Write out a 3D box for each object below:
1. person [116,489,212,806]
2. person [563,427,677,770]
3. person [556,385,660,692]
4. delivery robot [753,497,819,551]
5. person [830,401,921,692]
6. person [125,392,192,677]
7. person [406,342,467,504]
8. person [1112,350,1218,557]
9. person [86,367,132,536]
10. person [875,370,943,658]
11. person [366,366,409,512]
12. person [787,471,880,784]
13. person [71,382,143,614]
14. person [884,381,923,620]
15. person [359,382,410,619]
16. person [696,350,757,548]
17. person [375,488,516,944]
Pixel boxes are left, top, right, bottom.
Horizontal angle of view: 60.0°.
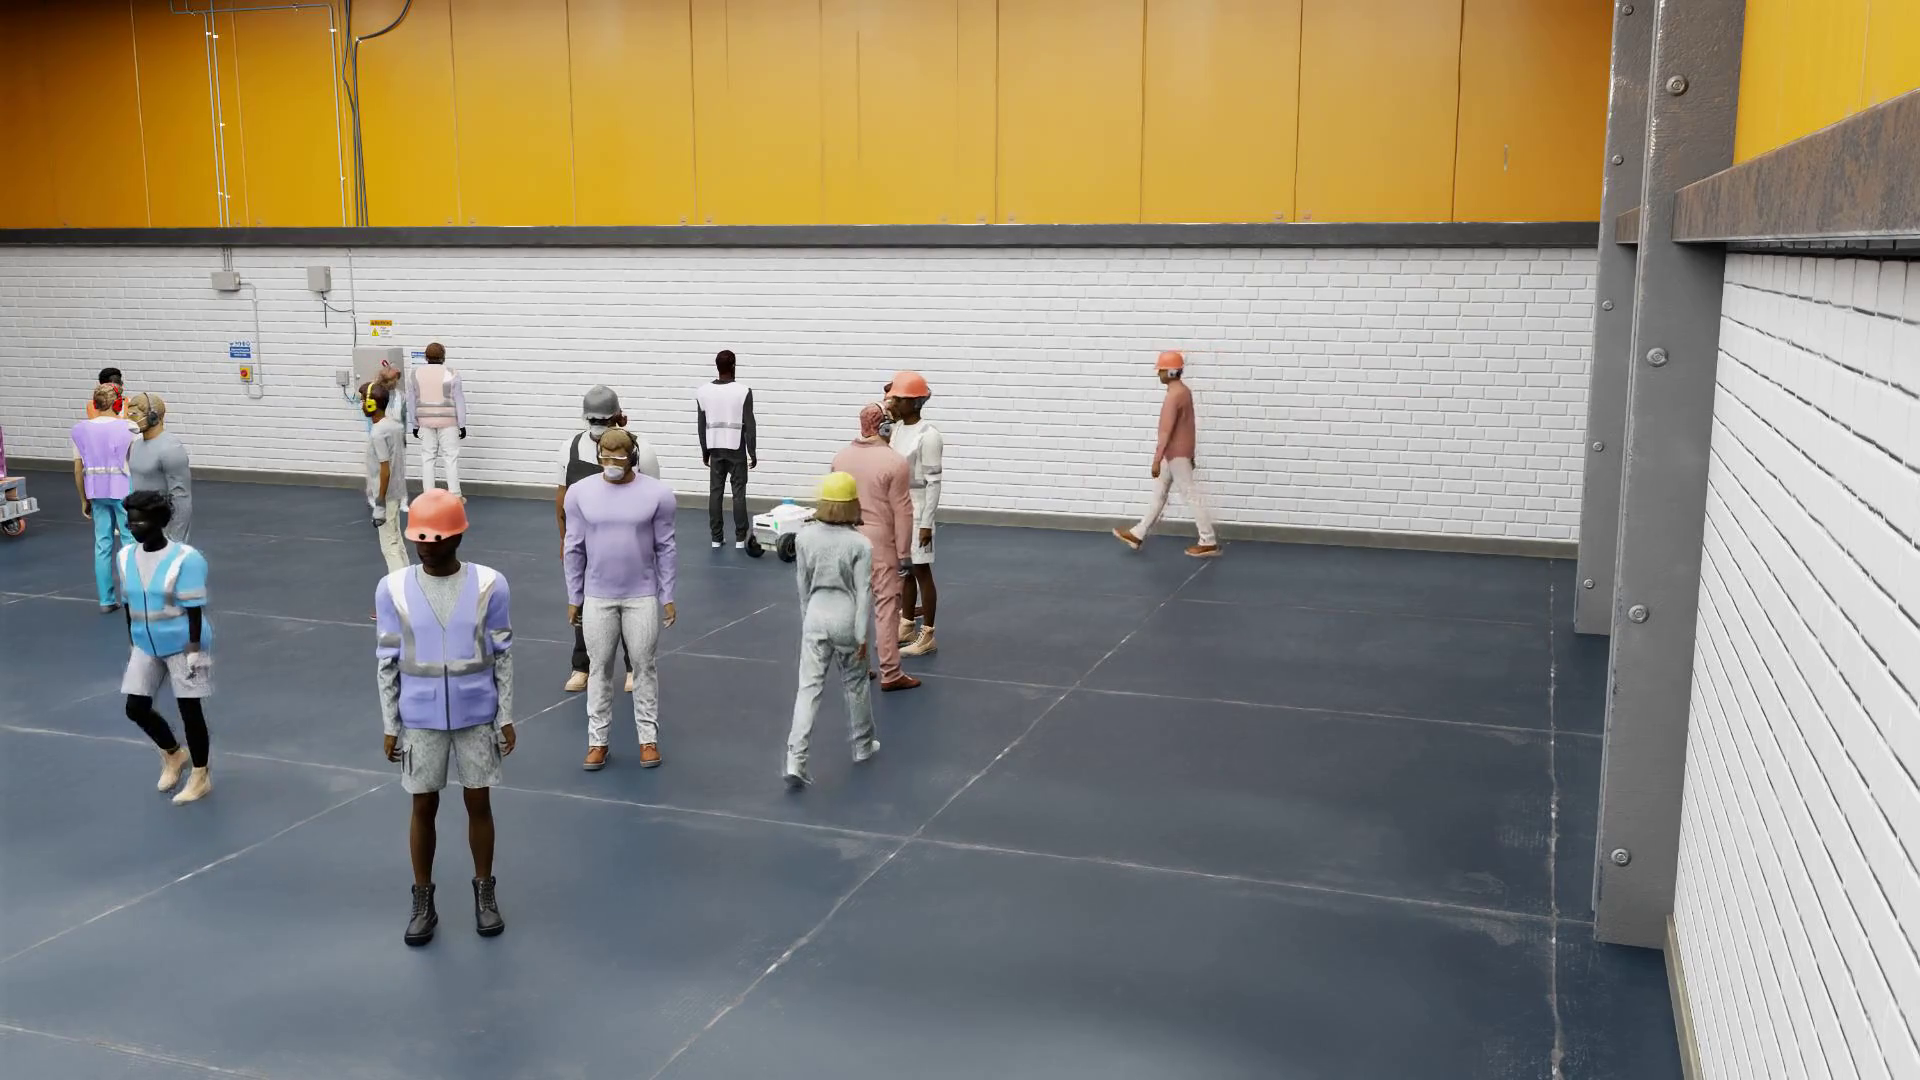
[{"bbox_3d":[-4.135,0.561,8.662,0.549,1.679,0.370,2,10,10],"label":"person"},{"bbox_3d":[-1.891,0.323,9.306,0.627,1.934,0.371,-1,10,-8],"label":"person"},{"bbox_3d":[-2.322,-0.010,10.877,0.678,2.000,0.537,1,10,3],"label":"person"},{"bbox_3d":[-1.609,-0.158,15.626,0.477,0.478,0.707,7,12,36],"label":"delivery robot"},{"bbox_3d":[-0.546,0.040,10.973,0.642,1.909,0.399,8,13,38],"label":"person"},{"bbox_3d":[-5.446,-0.042,11.339,0.638,1.938,0.356,9,13,41],"label":"person"},{"bbox_3d":[-5.842,-1.292,18.655,0.636,1.842,0.429,0,10,0],"label":"person"},{"bbox_3d":[1.965,-0.811,15.653,1.071,1.933,0.636,3,11,17],"label":"person"},{"bbox_3d":[-8.541,-0.899,16.847,0.318,1.700,0.534,6,12,29],"label":"person"},{"bbox_3d":[-0.359,-0.188,11.864,0.366,2.047,0.607,-6,12,-32],"label":"person"},{"bbox_3d":[-6.335,-1.116,18.321,0.690,1.611,0.518,9,14,42],"label":"person"},{"bbox_3d":[-0.701,0.466,9.150,0.489,1.703,0.903,3,11,18],"label":"person"},{"bbox_3d":[-6.691,-0.320,13.168,0.569,1.844,0.378,0,10,0],"label":"person"},{"bbox_3d":[-0.454,-0.306,13.027,0.323,1.870,0.518,-2,10,-10],"label":"person"},{"bbox_3d":[-4.509,-0.307,13.047,0.313,1.864,0.530,-1,10,-6],"label":"person"},{"bbox_3d":[-2.249,-0.873,16.082,0.593,1.920,0.391,3,10,14],"label":"person"},{"bbox_3d":[-2.143,0.735,6.975,0.549,1.933,0.373,-3,10,-16],"label":"person"}]
